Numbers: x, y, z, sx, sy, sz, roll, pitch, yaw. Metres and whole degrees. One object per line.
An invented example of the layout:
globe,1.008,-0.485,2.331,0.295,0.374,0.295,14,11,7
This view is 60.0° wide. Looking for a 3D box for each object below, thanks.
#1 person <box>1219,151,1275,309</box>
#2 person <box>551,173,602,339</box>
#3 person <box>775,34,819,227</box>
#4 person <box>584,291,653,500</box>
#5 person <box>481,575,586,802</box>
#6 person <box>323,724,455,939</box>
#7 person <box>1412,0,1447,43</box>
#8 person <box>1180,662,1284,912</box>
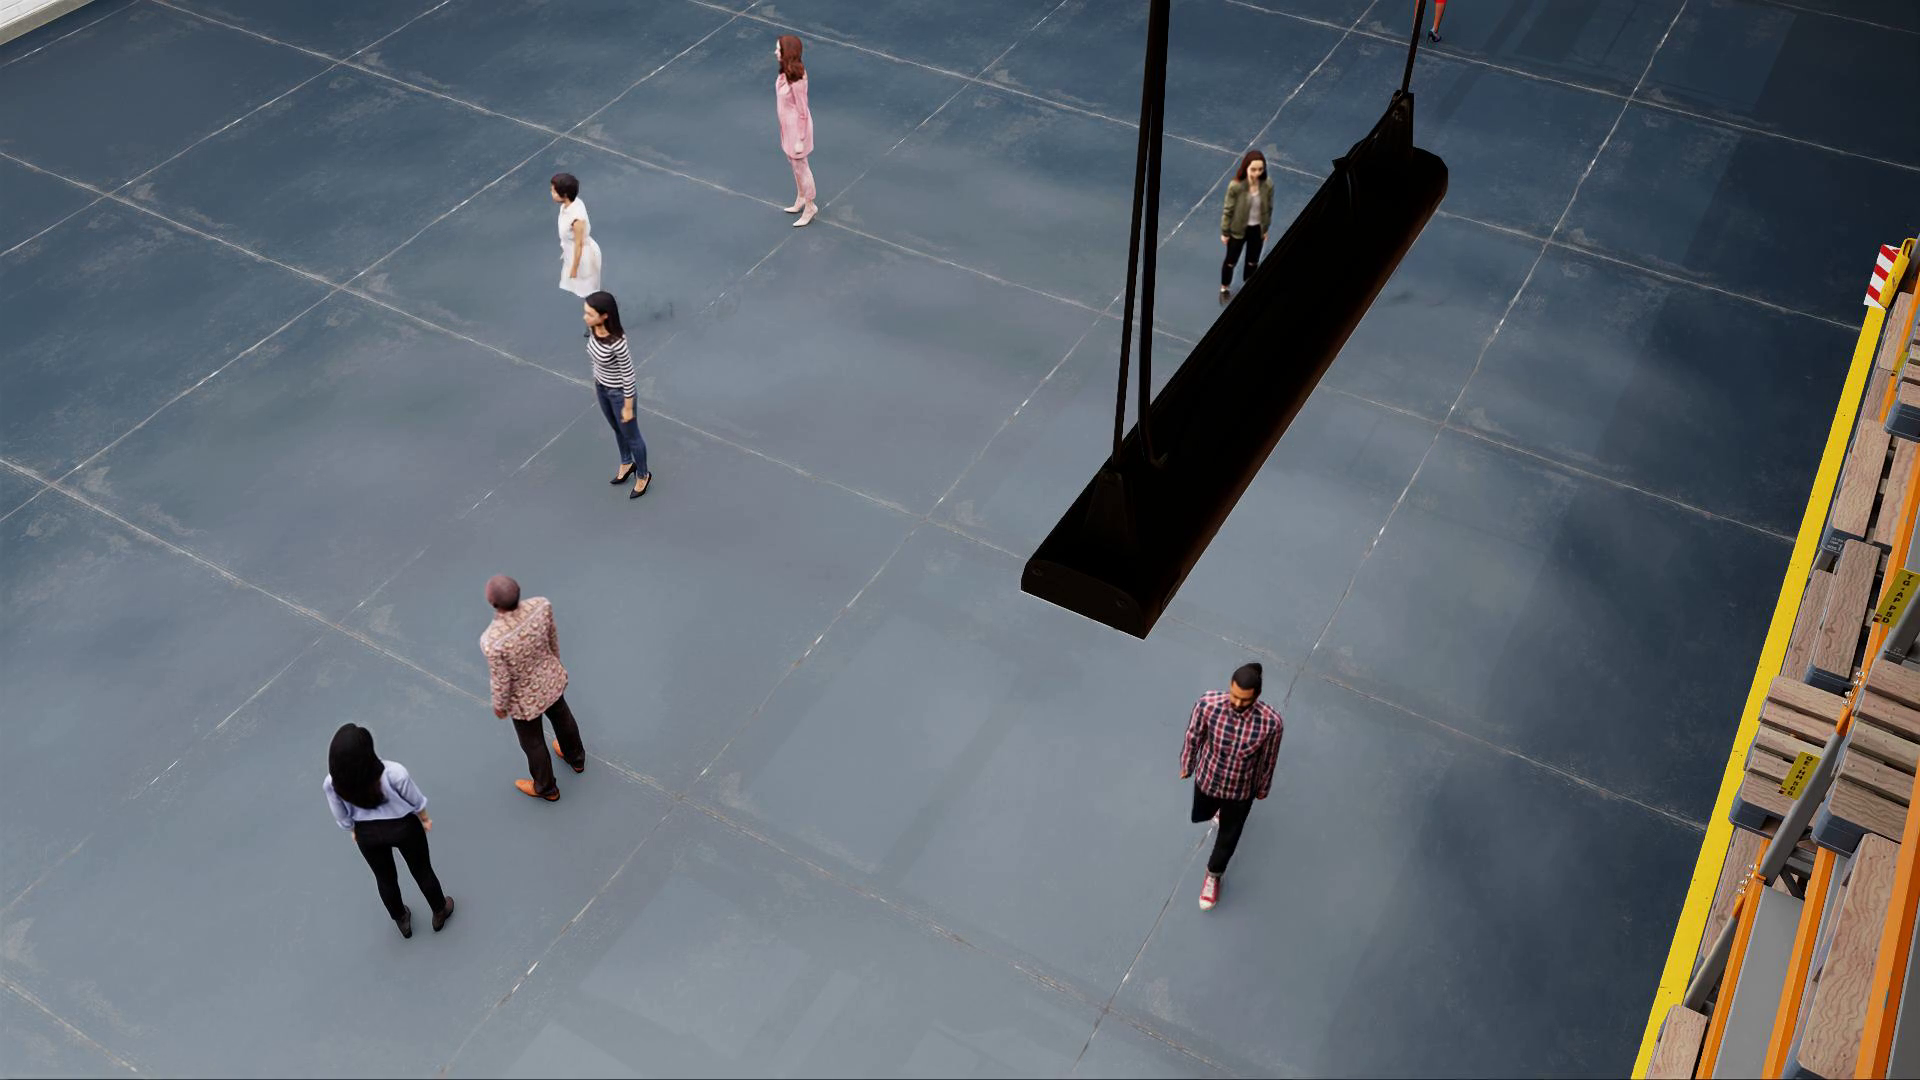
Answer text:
person,2.390,-2.599,13.883,0.642,1.475,0.677,-6,44,-6
person,-3.002,-2.314,13.535,0.782,1.543,0.704,-16,46,-16
person,-1.447,-3.634,14.732,0.725,1.803,0.688,-14,45,-15
person,-2.478,-1.053,12.028,0.603,1.796,0.646,-30,51,-28
person,-2.573,0.874,9.996,0.739,1.808,0.526,24,49,23
person,-3.185,1.625,9.254,0.726,1.744,0.770,-8,44,-8
person,4.992,-6.045,17.306,0.586,1.743,0.535,27,50,25
person,1.555,1.316,9.582,0.801,1.739,1.059,14,45,14
